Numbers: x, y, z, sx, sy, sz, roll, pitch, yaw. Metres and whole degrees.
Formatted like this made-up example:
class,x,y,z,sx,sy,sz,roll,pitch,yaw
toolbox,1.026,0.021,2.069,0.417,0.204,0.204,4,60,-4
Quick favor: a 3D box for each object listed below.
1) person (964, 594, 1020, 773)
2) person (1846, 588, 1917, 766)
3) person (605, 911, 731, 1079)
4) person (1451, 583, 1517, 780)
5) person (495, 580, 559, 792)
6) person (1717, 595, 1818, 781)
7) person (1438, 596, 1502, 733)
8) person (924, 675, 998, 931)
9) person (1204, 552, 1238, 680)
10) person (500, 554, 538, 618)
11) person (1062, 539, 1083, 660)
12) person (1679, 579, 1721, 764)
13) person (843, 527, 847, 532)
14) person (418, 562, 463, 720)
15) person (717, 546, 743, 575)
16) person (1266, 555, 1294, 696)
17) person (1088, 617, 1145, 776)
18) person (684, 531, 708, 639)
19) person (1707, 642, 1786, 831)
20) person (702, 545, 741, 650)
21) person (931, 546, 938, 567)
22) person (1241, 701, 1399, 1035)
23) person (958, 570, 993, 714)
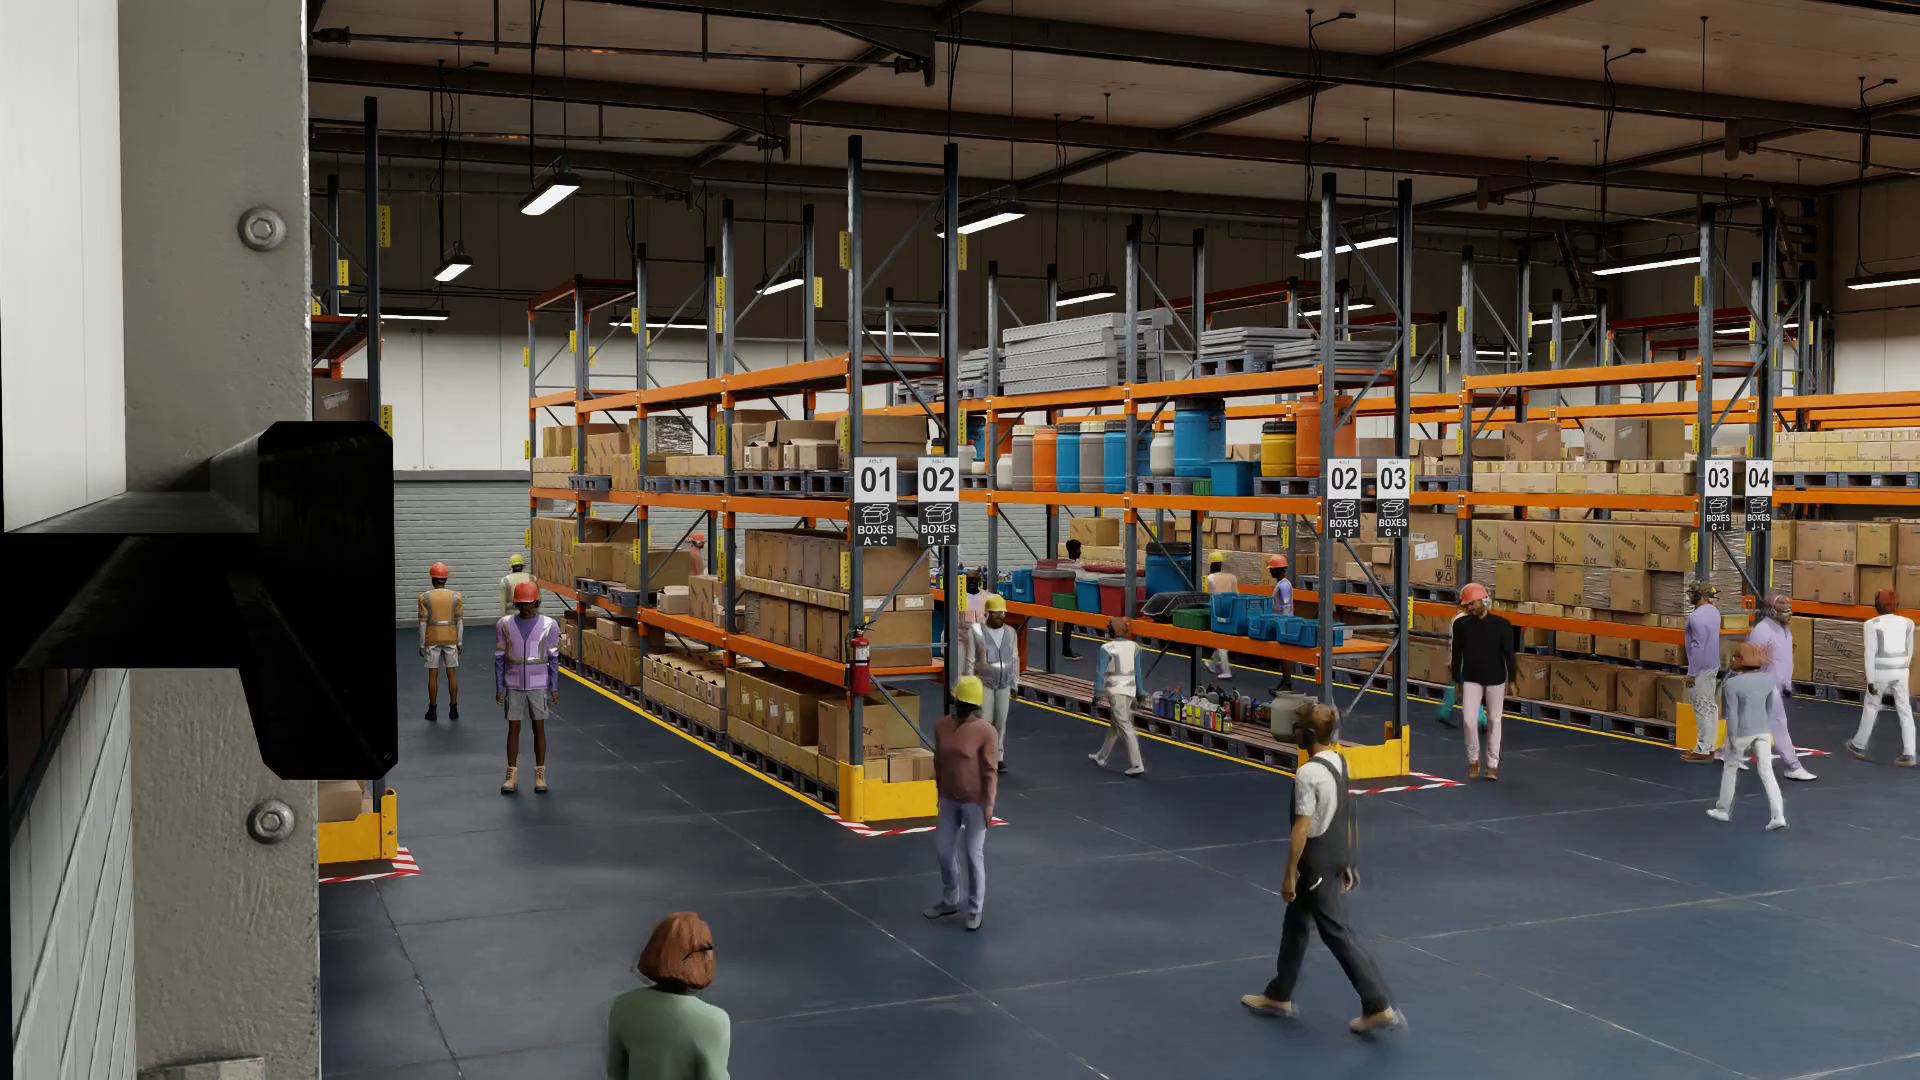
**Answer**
class,x,y,z,sx,sy,sz,roll,pitch,yaw
person,0.343,1.458,18.280,0.615,1.822,0.414,-1,2,-25
person,9.759,1.434,18.879,0.572,1.836,1.003,0,2,-3
person,-1.030,2.048,5.896,0.504,1.600,0.747,1,3,32
person,5.207,1.407,17.790,0.648,1.959,0.543,1,2,19
person,-4.163,1.397,17.212,0.605,2.034,0.387,0,2,-8
person,8.144,1.464,18.089,1.039,1.841,0.709,2,3,44
person,6.030,1.400,21.243,0.538,1.719,0.923,-2,3,-45
person,0.025,1.747,11.990,0.571,1.722,0.446,2,3,35
person,3.822,1.117,26.687,0.595,1.865,1.017,-1,2,-24
person,-6.802,1.109,27.675,0.584,1.804,0.866,-1,2,-16
person,1.819,0.965,29.340,0.369,1.965,0.609,0,2,1
person,7.821,1.378,18.918,0.371,1.940,0.627,2,3,38
person,-2.293,0.688,37.497,0.391,1.894,0.590,1,2,19
person,-6.447,1.249,22.234,0.547,1.942,0.344,-1,2,-26
person,-4.022,0.939,31.471,0.518,1.856,0.460,-1,2,-28
person,4.374,1.165,24.528,0.377,1.932,0.552,0,2,6
person,1.587,1.573,18.196,0.543,1.586,0.857,-2,3,-40
person,-4.713,0.828,32.788,0.788,1.968,0.661,-1,2,-19
person,6.834,1.683,15.482,0.501,1.591,0.862,0,2,-8
person,-3.554,1.056,26.874,0.637,1.973,0.449,-1,2,-24
person,-0.345,0.666,37.629,0.569,1.924,0.496,-1,2,-15
person,2.019,1.792,9.896,0.945,1.808,0.522,1,3,34
person,0.156,1.290,22.518,0.624,1.841,0.430,-1,2,-15
